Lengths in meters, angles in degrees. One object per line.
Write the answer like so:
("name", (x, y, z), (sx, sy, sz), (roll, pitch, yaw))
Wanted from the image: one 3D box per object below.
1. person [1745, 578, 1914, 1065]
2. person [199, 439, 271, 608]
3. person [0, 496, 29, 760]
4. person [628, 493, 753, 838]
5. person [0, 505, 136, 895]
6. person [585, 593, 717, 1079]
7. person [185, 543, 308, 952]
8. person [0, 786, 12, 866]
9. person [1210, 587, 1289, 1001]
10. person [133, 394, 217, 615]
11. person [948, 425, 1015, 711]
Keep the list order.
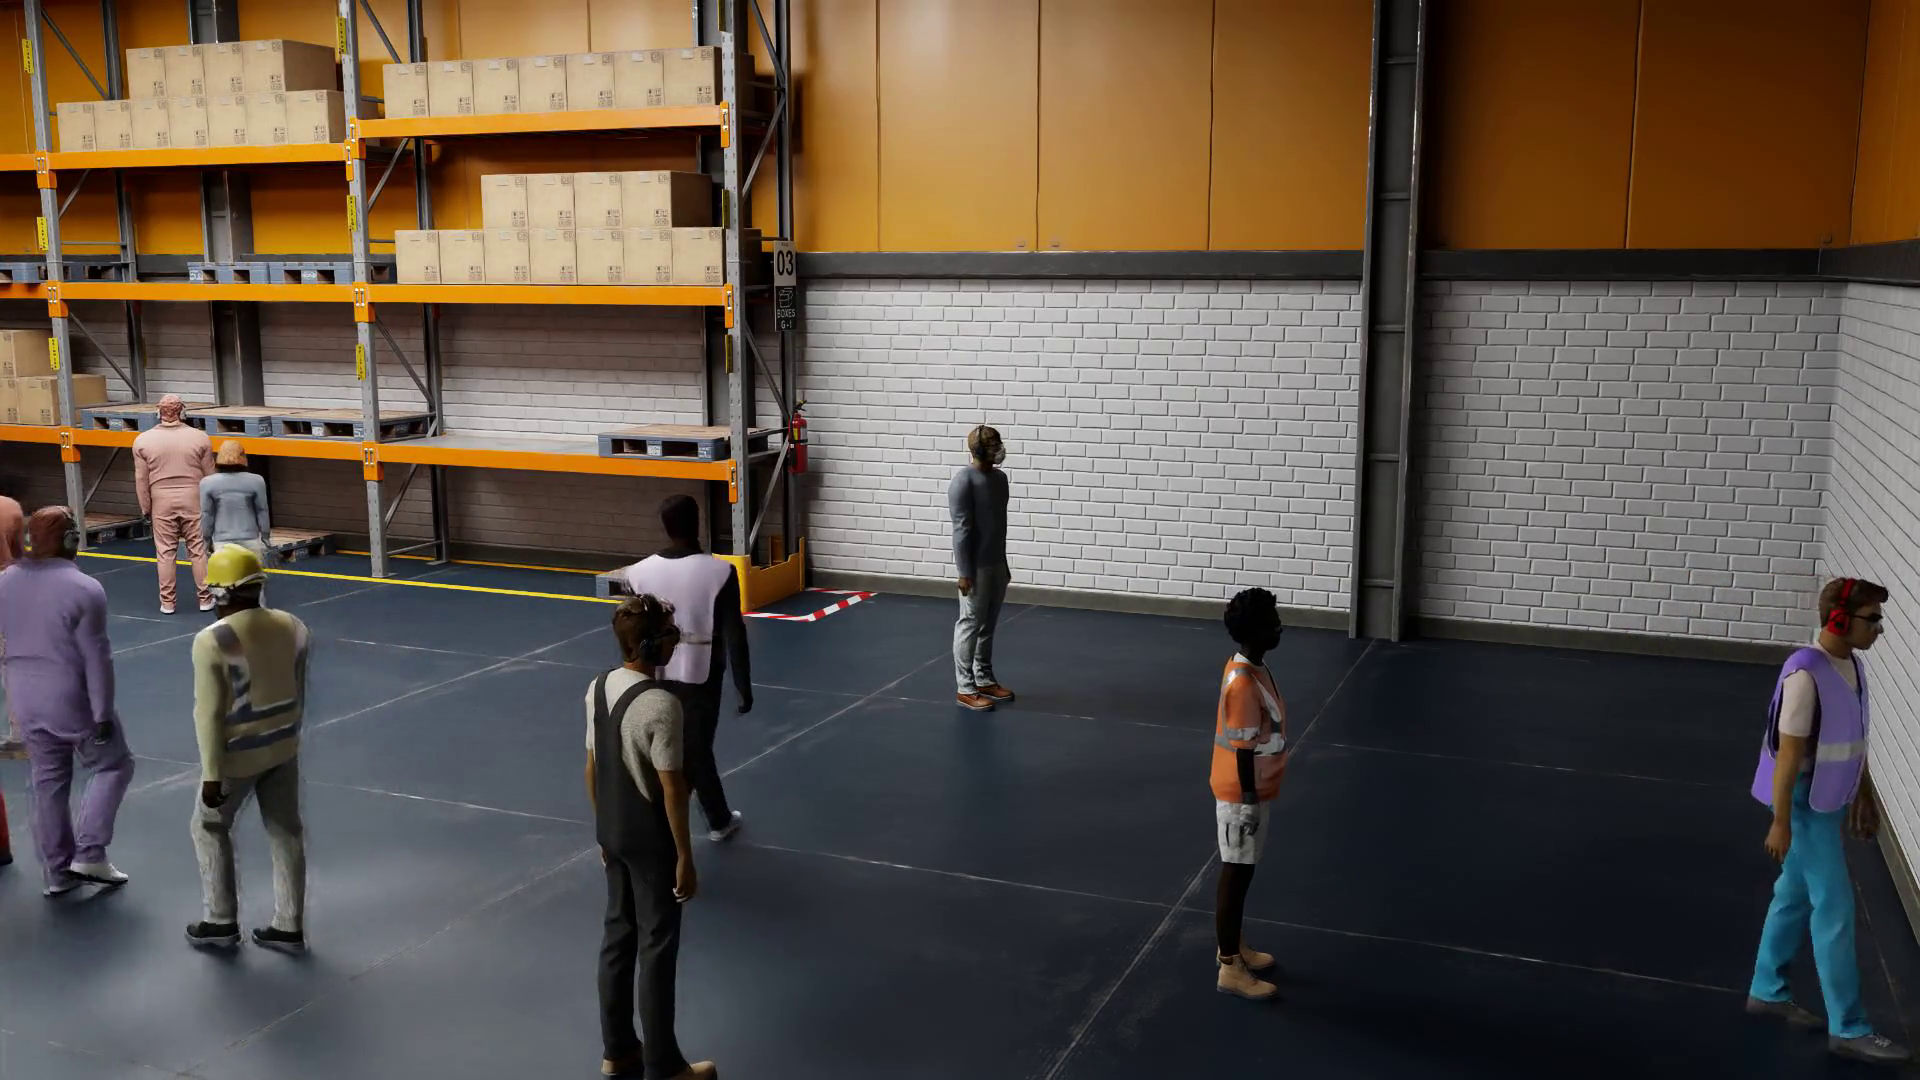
("person", (3.423, 1.058, 6.368), (0.717, 1.822, 0.600), (8, 13, 42))
("person", (-5.793, 0.008, 13.325), (0.507, 1.631, 0.266), (-4, 10, -21))
("person", (-6.088, 0.357, 10.248), (0.993, 1.943, 0.655), (6, 11, 33))
("person", (-1.391, 0.702, 8.415), (0.609, 1.876, 0.965), (4, 10, 21))
("person", (-4.272, 0.770, 7.970), (0.640, 1.881, 0.431), (2, 10, 11))
("person", (-1.147, 1.104, 6.043), (0.517, 1.843, 0.326), (8, 13, 42))
("person", (-3.177, 0.910, 7.312), (0.676, 1.808, 0.629), (5, 10, 26))
("person", (-5.000, 0.782, 8.265), (0.533, 1.759, 0.344), (9, 13, 42))
("person", (1.199, 1.034, 6.908), (0.317, 1.700, 0.538), (2, 10, 11))
("person", (-6.757, -0.304, 14.389), (0.641, 1.908, 0.407), (-4, 10, -21))
("person", (0.158, 0.181, 11.353), (0.366, 1.939, 0.635), (5, 11, 29))
